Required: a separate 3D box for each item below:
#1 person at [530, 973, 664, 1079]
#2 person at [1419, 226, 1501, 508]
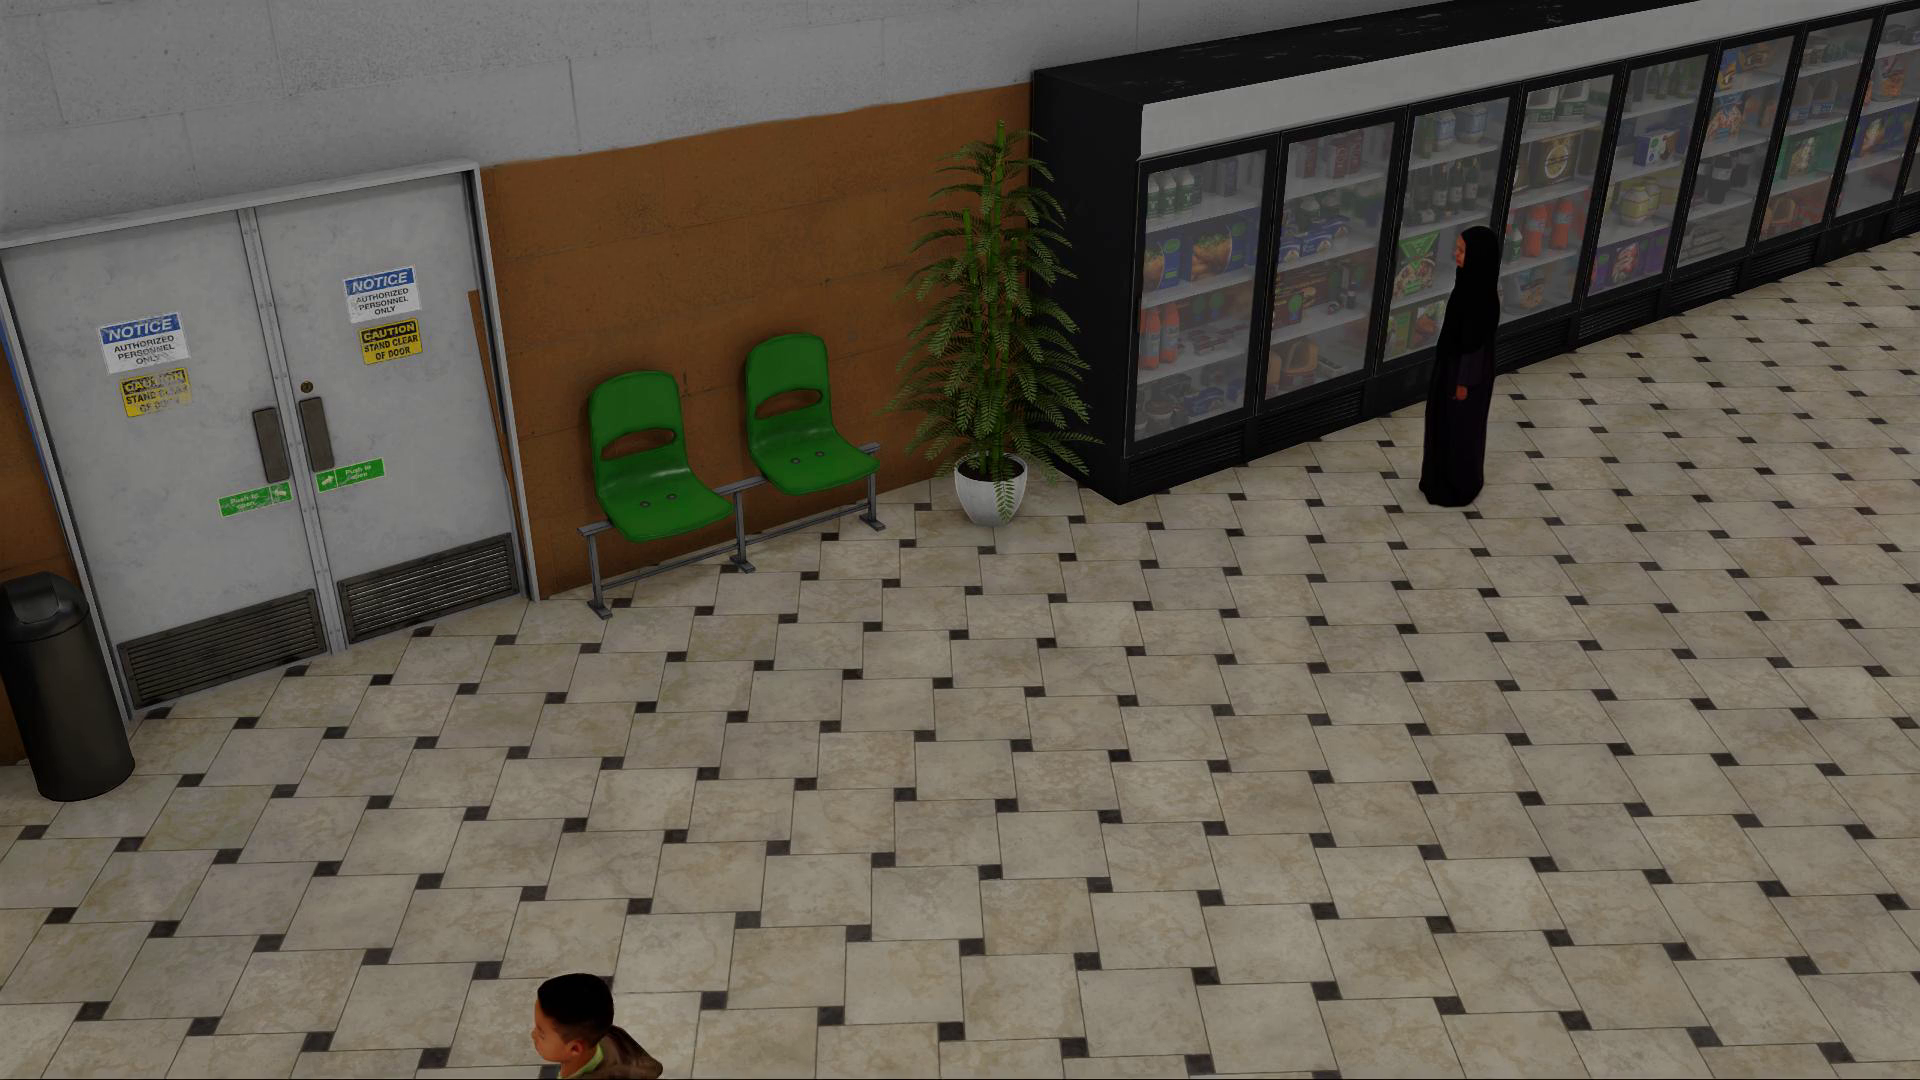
[{"bbox_3d":[-0.892,1.742,4.506,0.927,1.424,1.011,-5,29,-8],"label":"person"},{"bbox_3d":[2.826,-0.972,9.281,0.779,1.611,0.719,5,29,9],"label":"person"}]
